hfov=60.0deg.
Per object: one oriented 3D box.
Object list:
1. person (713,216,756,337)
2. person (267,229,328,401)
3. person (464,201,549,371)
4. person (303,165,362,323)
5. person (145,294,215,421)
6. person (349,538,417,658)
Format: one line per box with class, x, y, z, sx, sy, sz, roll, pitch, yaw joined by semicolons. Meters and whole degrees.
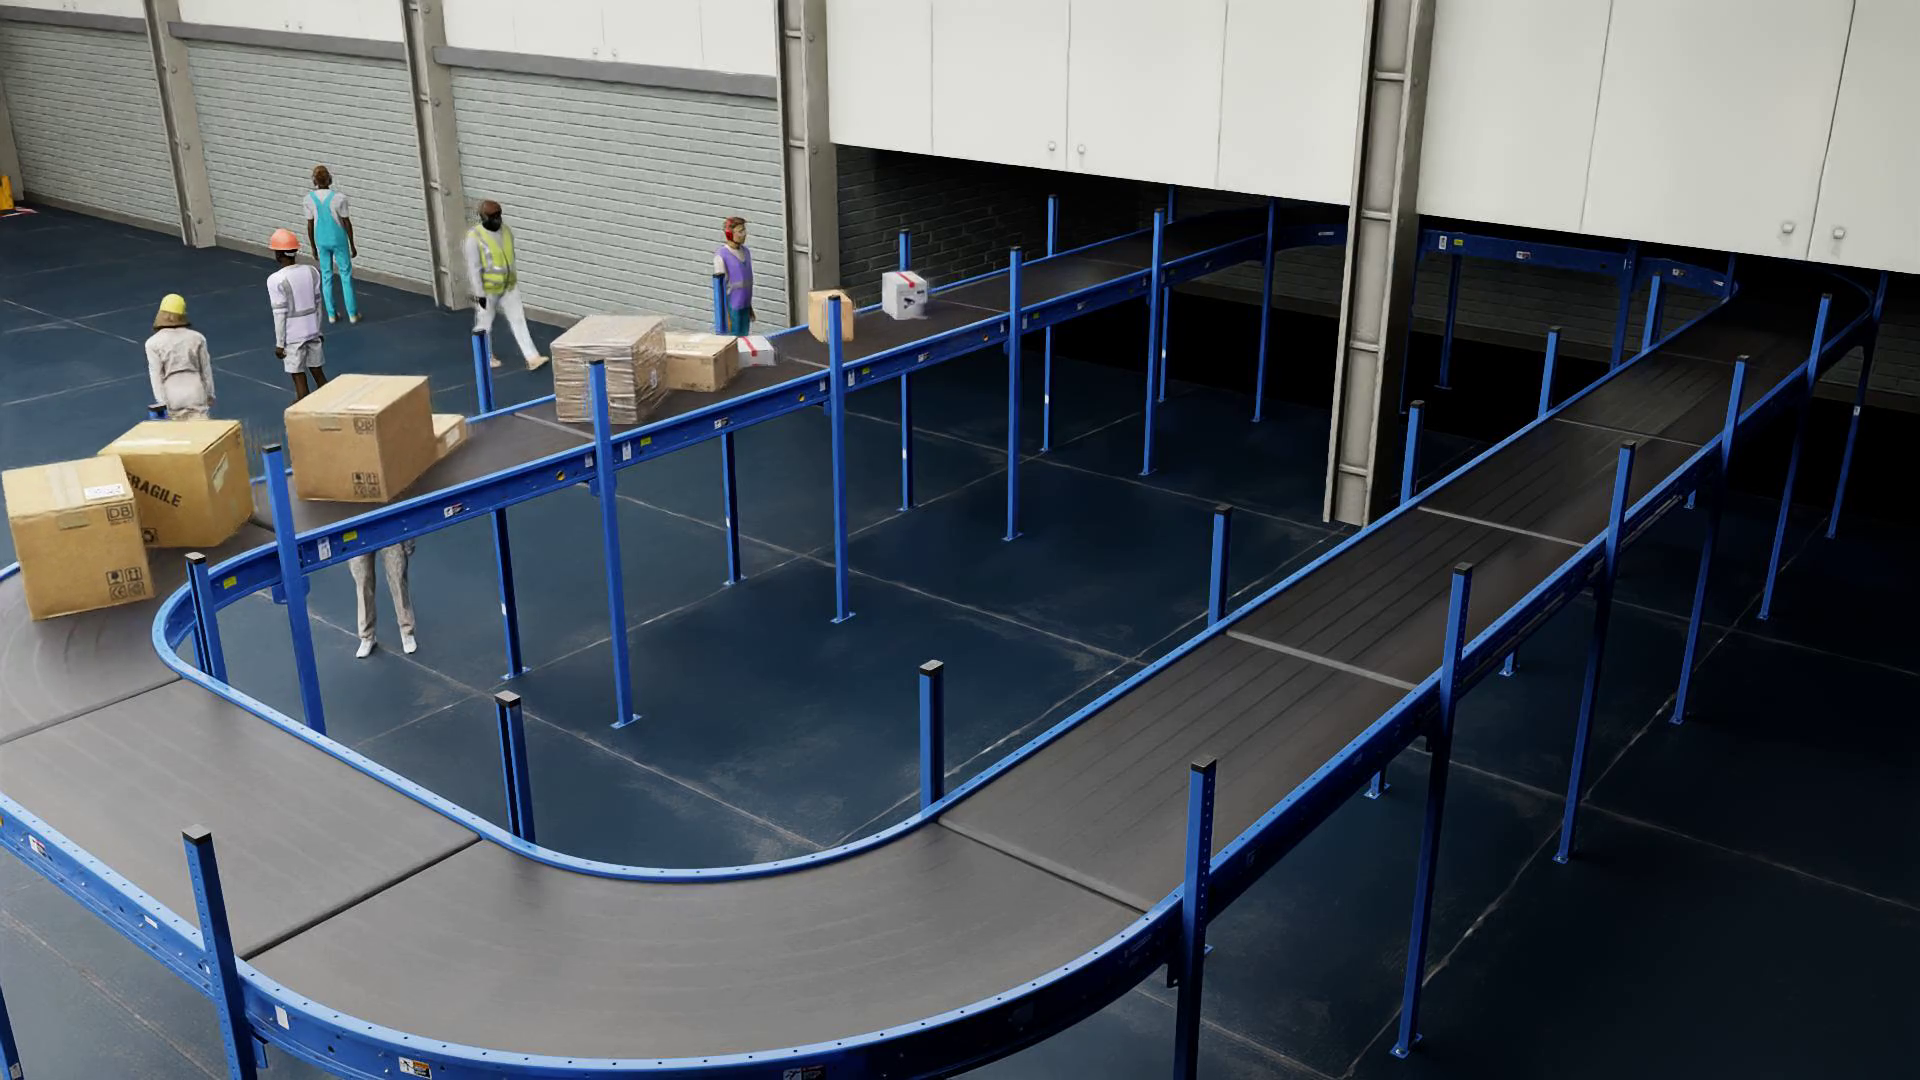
person;-2.222;-2.277;16.449;0.389;1.850;0.566;7;23;18
person;-6.129;-1.908;15.396;0.361;1.938;0.545;10;24;25
person;-4.799;-2.639;17.436;0.961;1.794;0.655;15;26;34
person;-7.336;-3.444;19.439;0.507;1.841;0.352;-2;22;-4
person;-6.455;-1.178;13.857;0.501;1.698;0.753;-14;26;-32
person;-3.859;-0.018;10.992;0.514;1.642;0.310;-4;22;-10
